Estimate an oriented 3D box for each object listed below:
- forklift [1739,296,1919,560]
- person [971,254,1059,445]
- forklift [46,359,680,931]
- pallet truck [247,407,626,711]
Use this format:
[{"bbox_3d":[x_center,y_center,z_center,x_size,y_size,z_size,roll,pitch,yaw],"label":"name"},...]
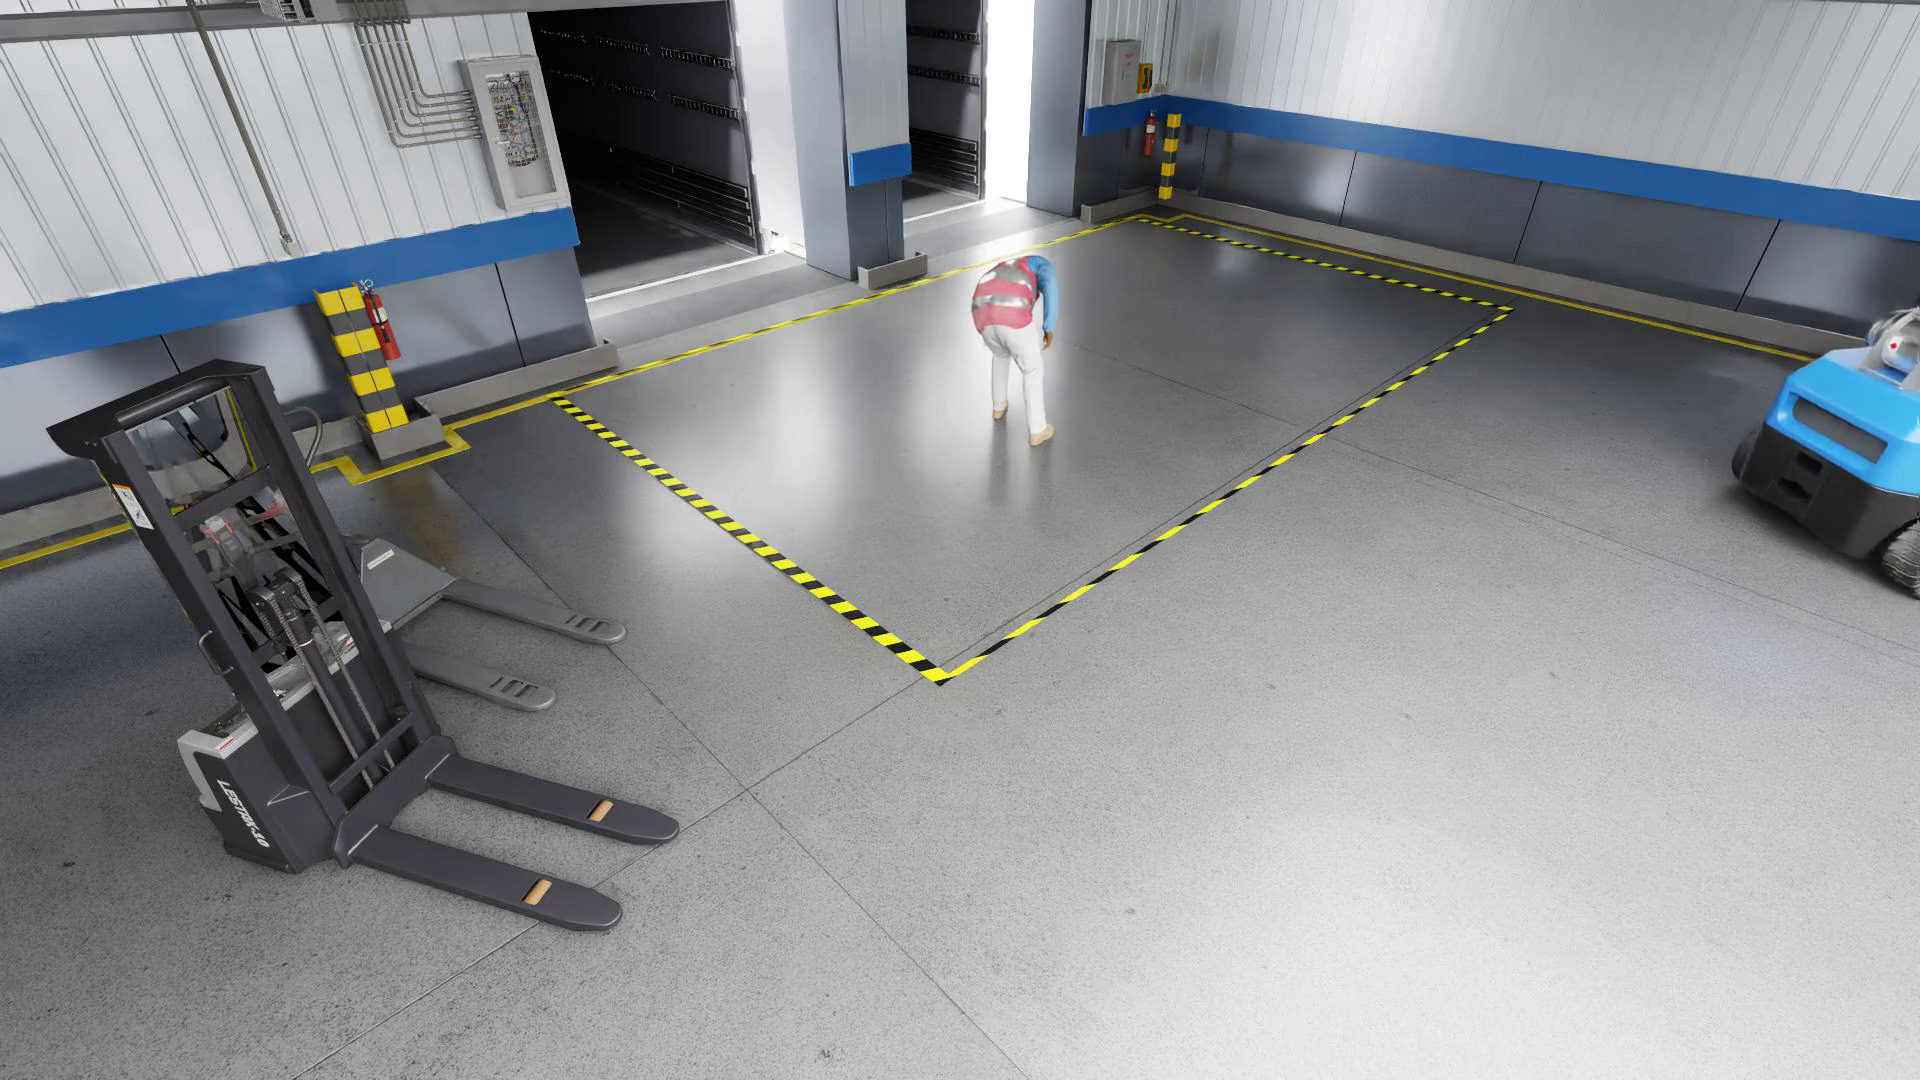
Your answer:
[{"bbox_3d":[6.342,-1.004,5.134,2.680,2.036,1.157,-2,34,-3],"label":"forklift"},{"bbox_3d":[0.470,-1.485,6.858,0.894,1.255,0.929,-27,42,-33],"label":"person"},{"bbox_3d":[-2.135,0.422,3.354,1.885,1.965,0.823,10,35,14],"label":"forklift"},{"bbox_3d":[-2.628,0.038,4.590,1.601,1.201,0.680,12,36,18],"label":"pallet truck"}]
